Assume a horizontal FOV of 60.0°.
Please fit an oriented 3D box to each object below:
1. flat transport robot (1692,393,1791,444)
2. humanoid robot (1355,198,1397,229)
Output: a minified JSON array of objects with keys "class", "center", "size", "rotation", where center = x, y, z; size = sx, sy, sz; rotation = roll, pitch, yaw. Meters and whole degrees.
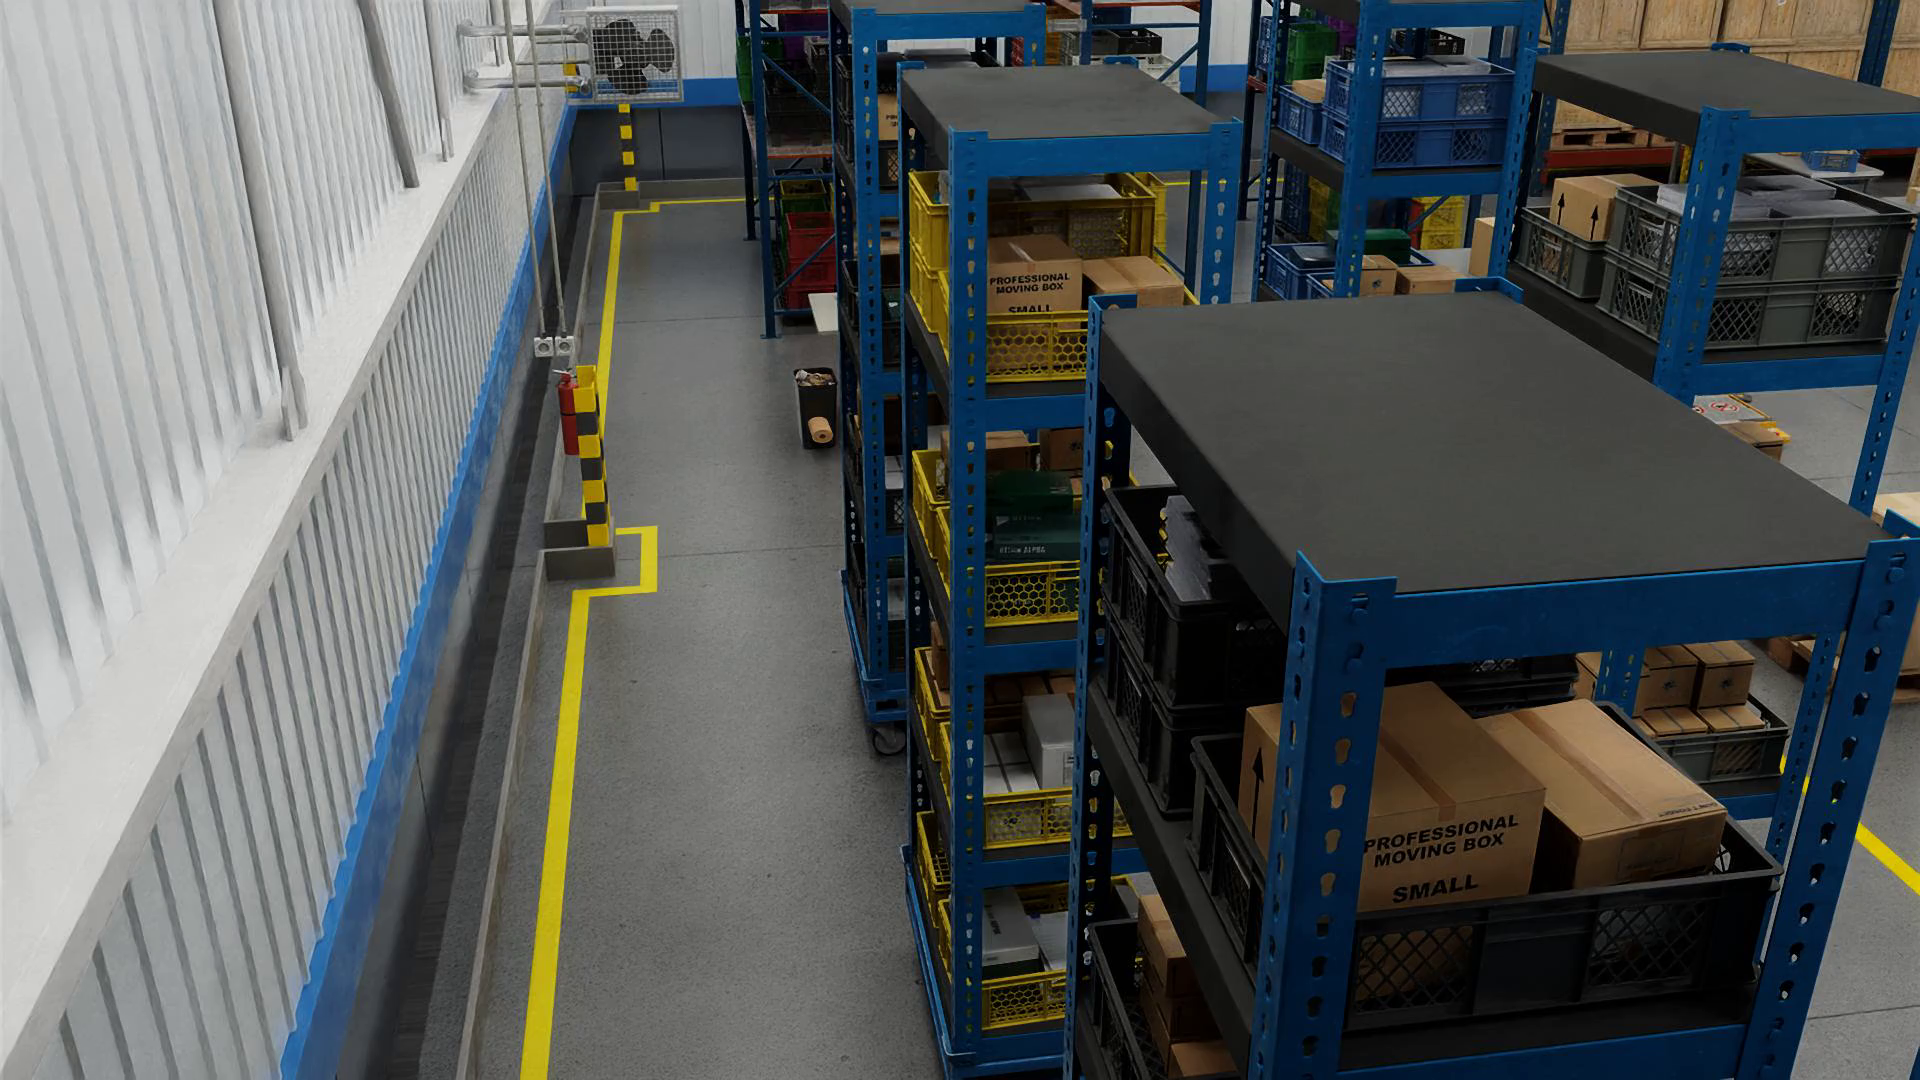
[{"class":"flat transport robot","center":[5.224,-0.859,12.132],"size":[1.431,0.197,0.652],"rotation":[-4,25,-8]},{"class":"humanoid robot","center":[3.422,-2.393,13.865],"size":[0.718,1.609,0.547],"rotation":[2,25,5]}]
